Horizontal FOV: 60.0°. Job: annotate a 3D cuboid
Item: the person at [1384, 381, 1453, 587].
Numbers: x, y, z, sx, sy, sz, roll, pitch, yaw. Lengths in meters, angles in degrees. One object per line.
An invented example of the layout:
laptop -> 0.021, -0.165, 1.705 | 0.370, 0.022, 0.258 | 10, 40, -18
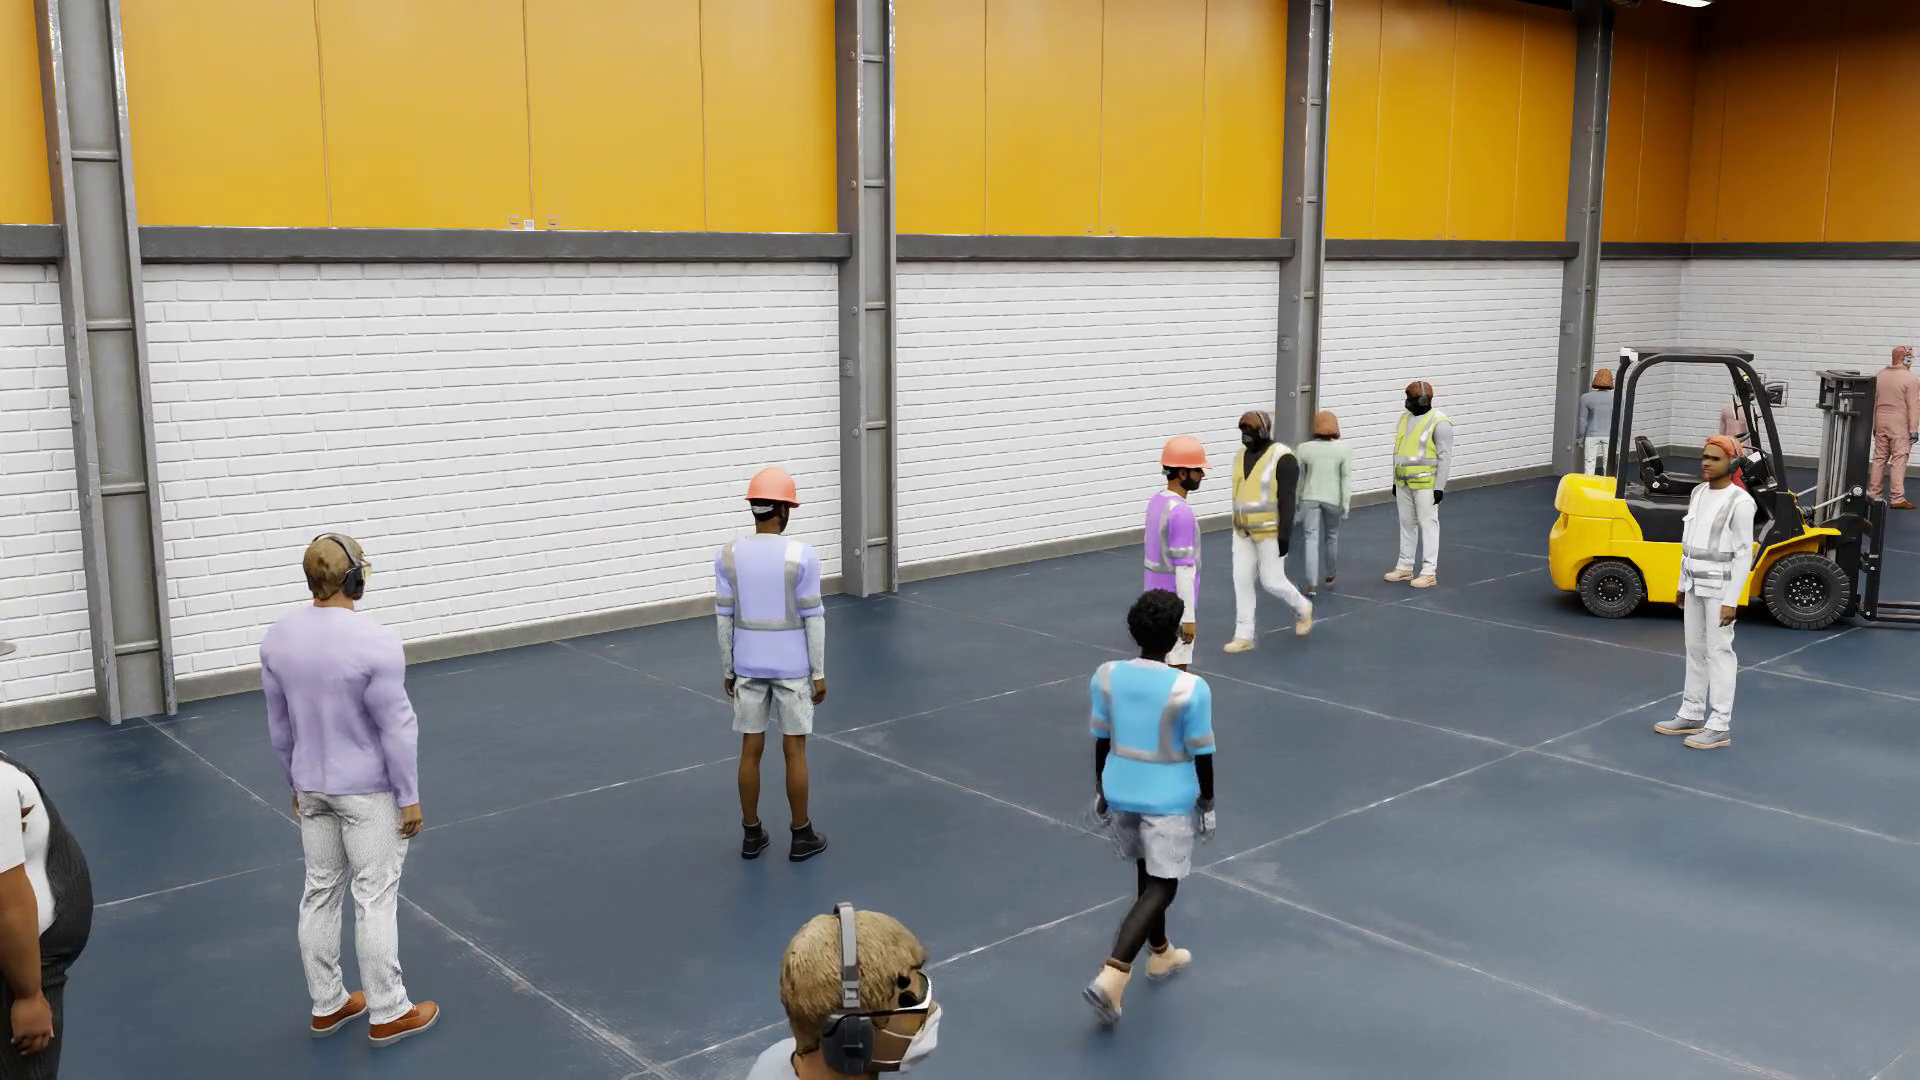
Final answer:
person -> 4.086, -0.502, 14.868 | 0.429, 1.839, 0.633 | -5, 11, -27

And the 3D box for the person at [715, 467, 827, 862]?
person -> -0.907, 0.609, 8.107 | 0.543, 1.927, 0.375 | 2, 10, 12

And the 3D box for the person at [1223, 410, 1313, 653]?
person -> 2.298, -0.072, 12.424 | 0.707, 1.816, 0.633 | -7, 12, -36

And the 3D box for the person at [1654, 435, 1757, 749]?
person -> 4.508, 0.305, 10.010 | 0.355, 1.884, 0.574 | -2, 10, -9

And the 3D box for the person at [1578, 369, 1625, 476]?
person -> 7.501, -1.187, 19.481 | 0.500, 1.633, 0.285 | 3, 10, 16

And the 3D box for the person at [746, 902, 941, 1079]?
person -> -0.203, 1.522, 2.725 | 0.369, 1.938, 0.630 | -3, 10, -16

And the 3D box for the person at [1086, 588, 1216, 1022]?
person -> 0.718, 1.016, 6.485 | 0.537, 1.667, 0.798 | 8, 13, 39

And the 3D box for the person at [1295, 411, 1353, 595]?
person -> 3.183, -0.337, 14.624 | 0.511, 1.585, 0.858 | 3, 10, 15

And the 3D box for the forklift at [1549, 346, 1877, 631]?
forklift -> 6.109, -0.478, 13.691 | 2.313, 2.155, 1.214 | 3, 10, 16

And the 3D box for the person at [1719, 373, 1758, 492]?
person -> 7.970, -0.825, 17.001 | 0.327, 1.760, 0.524 | -2, 10, -12

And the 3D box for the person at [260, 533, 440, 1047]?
person -> -2.276, 0.928, 6.204 | 0.631, 1.940, 0.372 | 4, 10, 20

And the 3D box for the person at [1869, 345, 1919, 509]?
person -> 10.959, -1.320, 19.458 | 0.406, 1.911, 0.639 | -3, 10, -18

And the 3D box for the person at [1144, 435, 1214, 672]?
person -> 1.248, 0.361, 9.531 | 0.373, 1.934, 0.551 | -2, 10, -12
